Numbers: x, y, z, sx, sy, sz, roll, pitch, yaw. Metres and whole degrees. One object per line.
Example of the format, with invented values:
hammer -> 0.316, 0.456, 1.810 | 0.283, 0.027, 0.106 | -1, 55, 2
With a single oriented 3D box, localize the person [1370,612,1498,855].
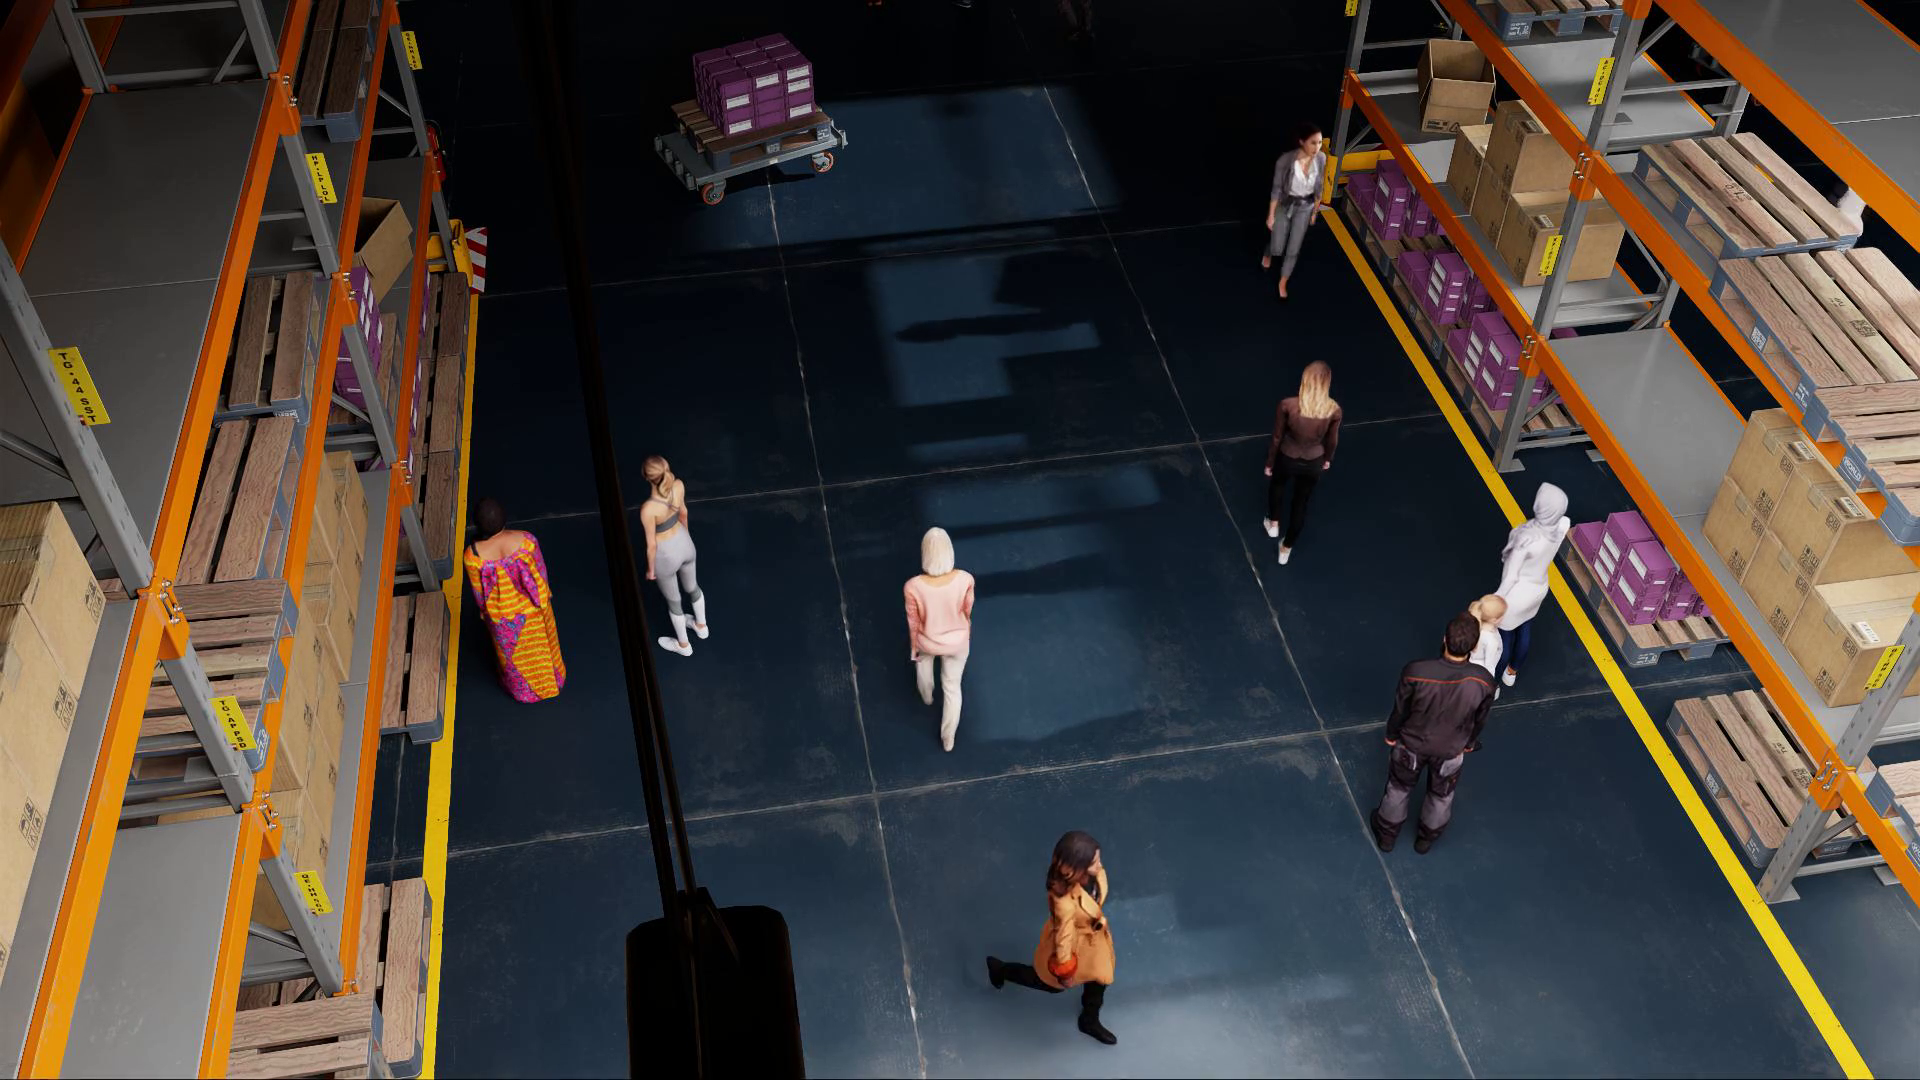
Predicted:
person -> 2.763, 1.149, 9.719 | 0.769, 1.946, 0.716 | 7, 44, 7

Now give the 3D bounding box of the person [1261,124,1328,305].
person -> 2.786, -2.806, 14.080 | 0.616, 1.658, 0.715 | -7, 44, -7

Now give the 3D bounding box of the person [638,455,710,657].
person -> -1.902, 0.094, 11.003 | 0.718, 1.703, 0.661 | 27, 50, 26

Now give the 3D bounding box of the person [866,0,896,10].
person -> -0.869, -6.613, 18.058 | 0.685, 1.683, 0.663 | -23, 48, -22

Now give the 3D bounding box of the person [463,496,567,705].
person -> -2.903, 0.354, 10.746 | 0.720, 1.681, 0.737 | -18, 47, -18

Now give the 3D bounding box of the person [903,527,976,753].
person -> -0.104, 0.678, 10.391 | 0.651, 1.701, 0.884 | -2, 44, -2

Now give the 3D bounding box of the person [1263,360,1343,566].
person -> 2.367, -0.482, 11.620 | 0.740, 1.686, 0.809 | 5, 44, 5

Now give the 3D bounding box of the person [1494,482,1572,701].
person -> 3.622, 0.338, 10.695 | 0.680, 1.775, 0.656 | -23, 48, -22

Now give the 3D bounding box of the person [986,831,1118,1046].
person -> 0.515, 2.118, 8.883 | 1.139, 1.696, 1.092 | 23, 48, 23

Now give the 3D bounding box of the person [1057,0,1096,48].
person -> 1.347, -5.938, 17.337 | 0.752, 1.699, 0.693 | 12, 45, 12
